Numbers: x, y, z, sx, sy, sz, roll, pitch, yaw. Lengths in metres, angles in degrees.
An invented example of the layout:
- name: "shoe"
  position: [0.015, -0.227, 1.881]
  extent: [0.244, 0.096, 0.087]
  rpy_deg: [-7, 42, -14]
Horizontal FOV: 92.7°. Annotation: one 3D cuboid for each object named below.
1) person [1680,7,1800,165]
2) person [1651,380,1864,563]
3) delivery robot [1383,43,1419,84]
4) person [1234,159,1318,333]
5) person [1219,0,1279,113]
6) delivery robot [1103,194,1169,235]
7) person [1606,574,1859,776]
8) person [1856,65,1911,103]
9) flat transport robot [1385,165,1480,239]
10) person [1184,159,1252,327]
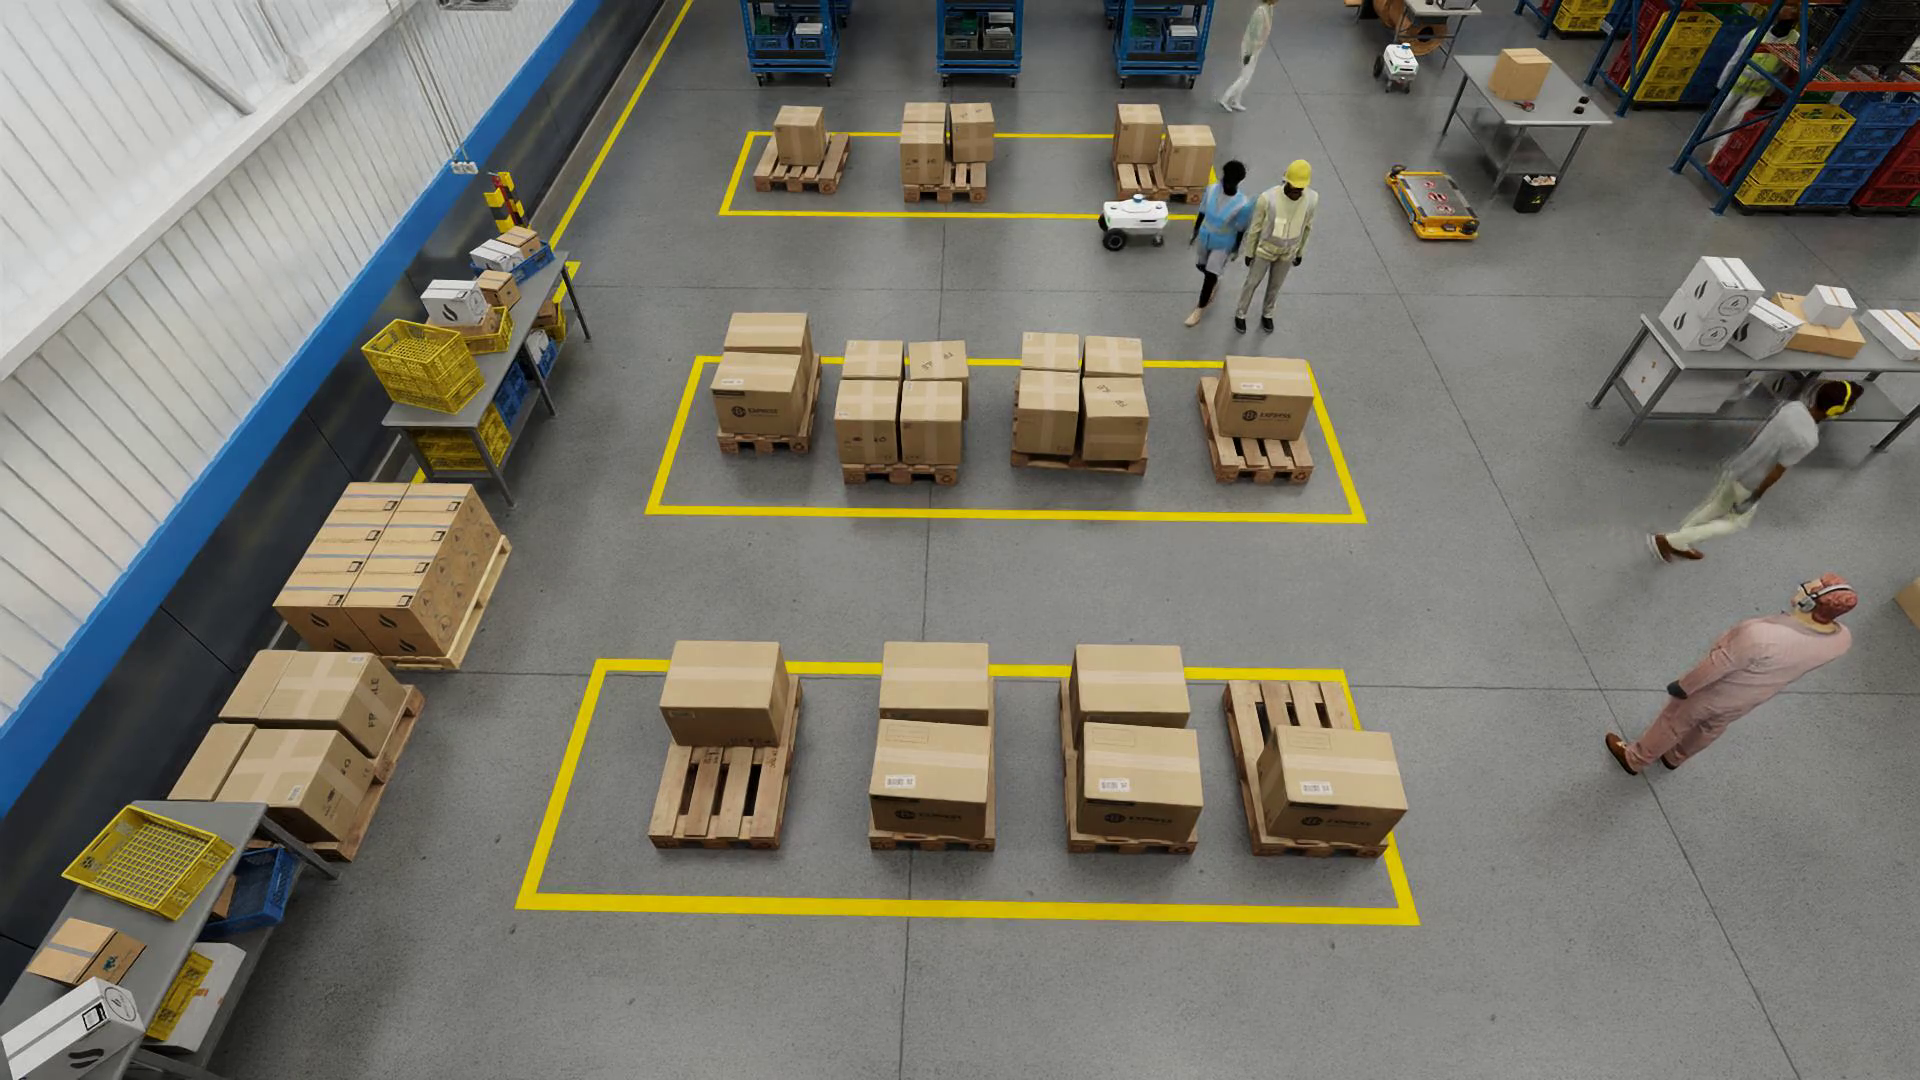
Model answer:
- name: "person"
  position: [9.711, -5.591, 11.334]
  extent: [0.626, 1.833, 0.429]
  rpy_deg: [25, 54, 20]
- name: "person"
  position: [5.905, -0.464, 6.883]
  extent: [0.443, 1.856, 0.512]
  rpy_deg: [10, 50, 8]
- name: "delivery robot"
  position: [6.374, -6.919, 13.257]
  extent: [0.477, 0.478, 0.707]
  rpy_deg: [4, 49, 4]
- name: "person"
  position: [3.090, -2.844, 8.959]
  extent: [0.596, 1.824, 0.403]
  rpy_deg: [-2, 49, -2]
- name: "person"
  position: [3.943, -6.604, 12.348]
  extent: [0.404, 1.609, 0.516]
  rpy_deg: [25, 53, 20]
- name: "delivery robot"
  position: [2.003, -3.706, 10.477]
  extent: [0.707, 0.478, 0.477]
  rpy_deg: [-1, 49, -1]
- name: "person"
  position: [4.786, 0.872, 5.695]
  extent: [0.647, 1.901, 0.402]
  rpy_deg: [-3, 49, -3]
- name: "person"
  position: [13.082, -6.951, 12.436]
  extent: [0.636, 1.939, 0.364]
  rpy_deg: [-32, 56, -25]
- name: "flat transport robot"
  position: [5.692, -4.094, 11.059]
  extent: [0.652, 0.197, 1.431]
  rpy_deg: [1, 49, 1]
- name: "person"
  position: [2.589, -3.014, 9.198]
  extent: [0.701, 1.674, 0.545]
  rpy_deg: [-35, 57, -26]
